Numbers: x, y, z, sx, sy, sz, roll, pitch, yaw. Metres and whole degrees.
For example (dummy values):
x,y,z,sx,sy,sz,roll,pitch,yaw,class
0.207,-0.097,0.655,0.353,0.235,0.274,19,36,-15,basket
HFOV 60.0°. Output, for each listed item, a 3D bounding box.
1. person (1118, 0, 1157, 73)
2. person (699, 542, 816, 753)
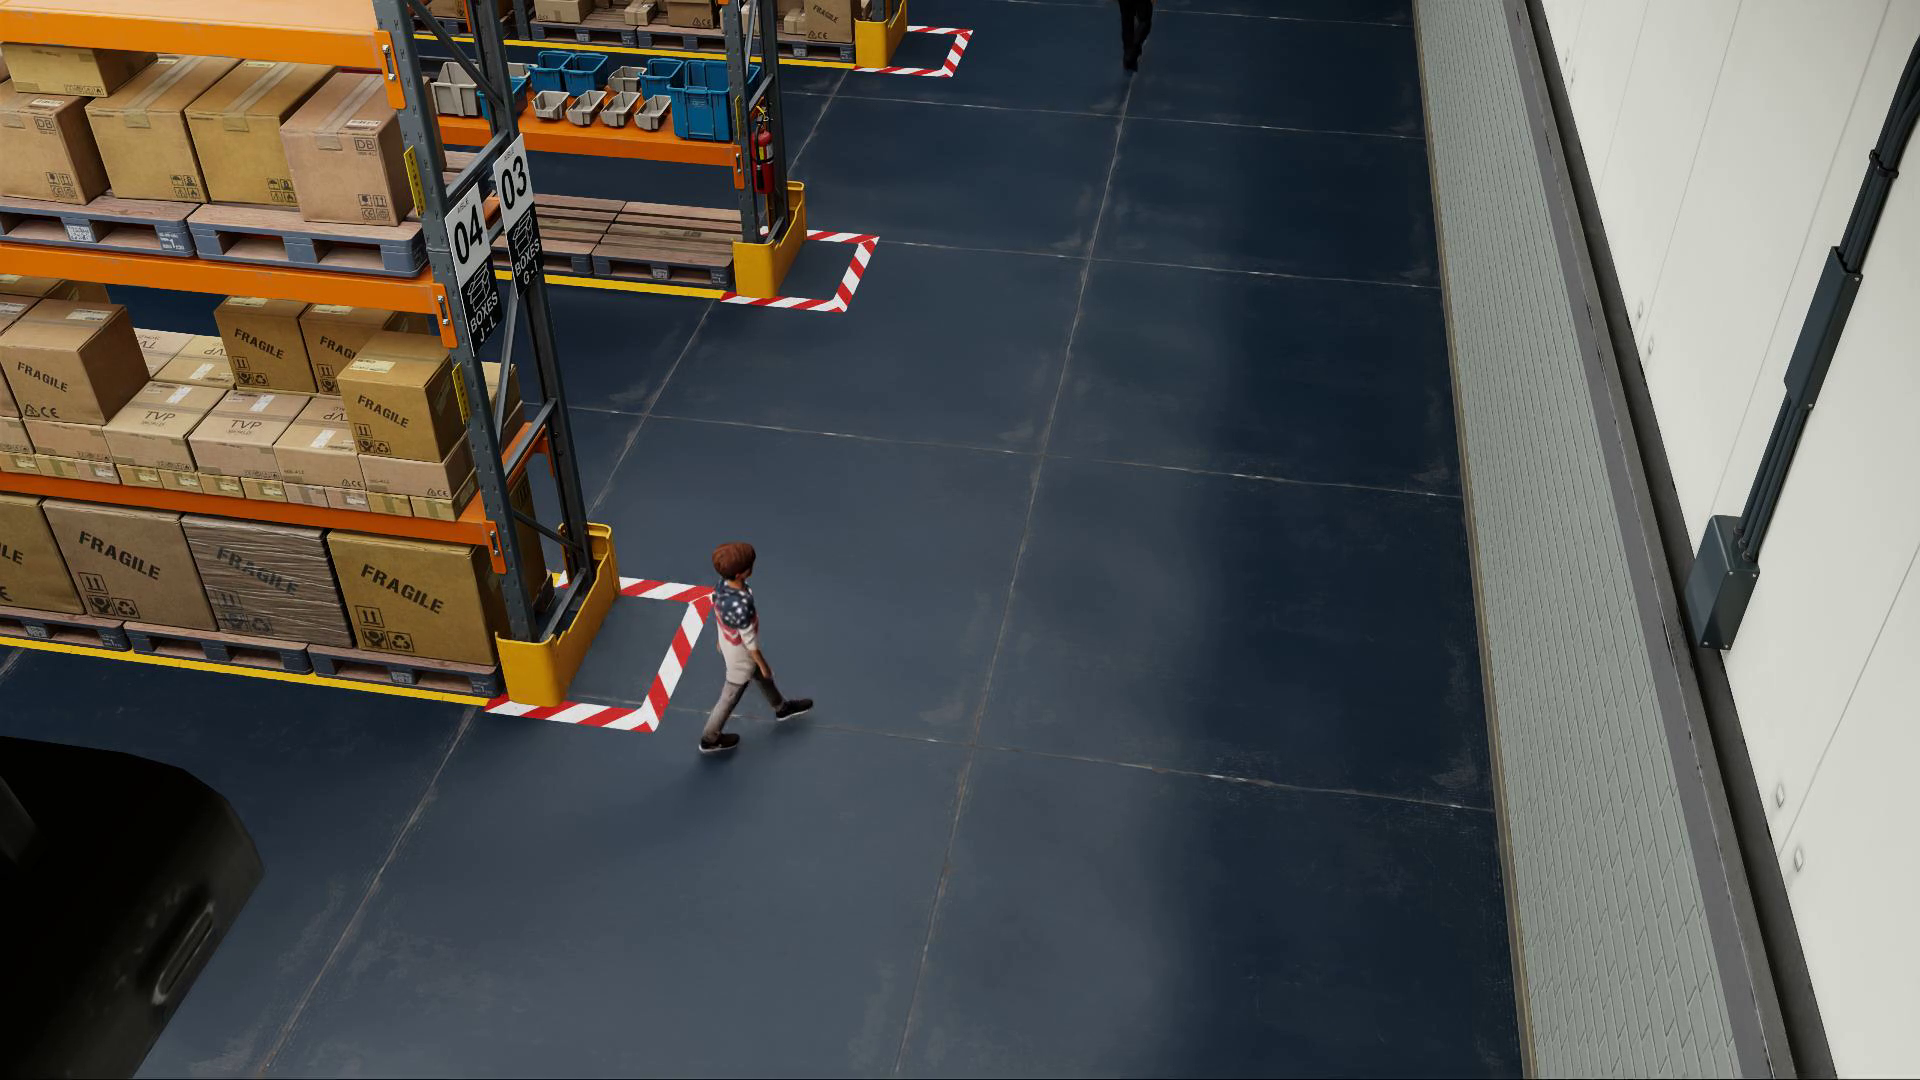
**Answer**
x,y,z,sx,sy,sz,roll,pitch,yaw,class
1.770,-5.633,17.063,0.886,1.738,0.823,14,40,17,person
-1.290,0.633,9.325,1.019,1.405,0.858,-15,41,-19,person
